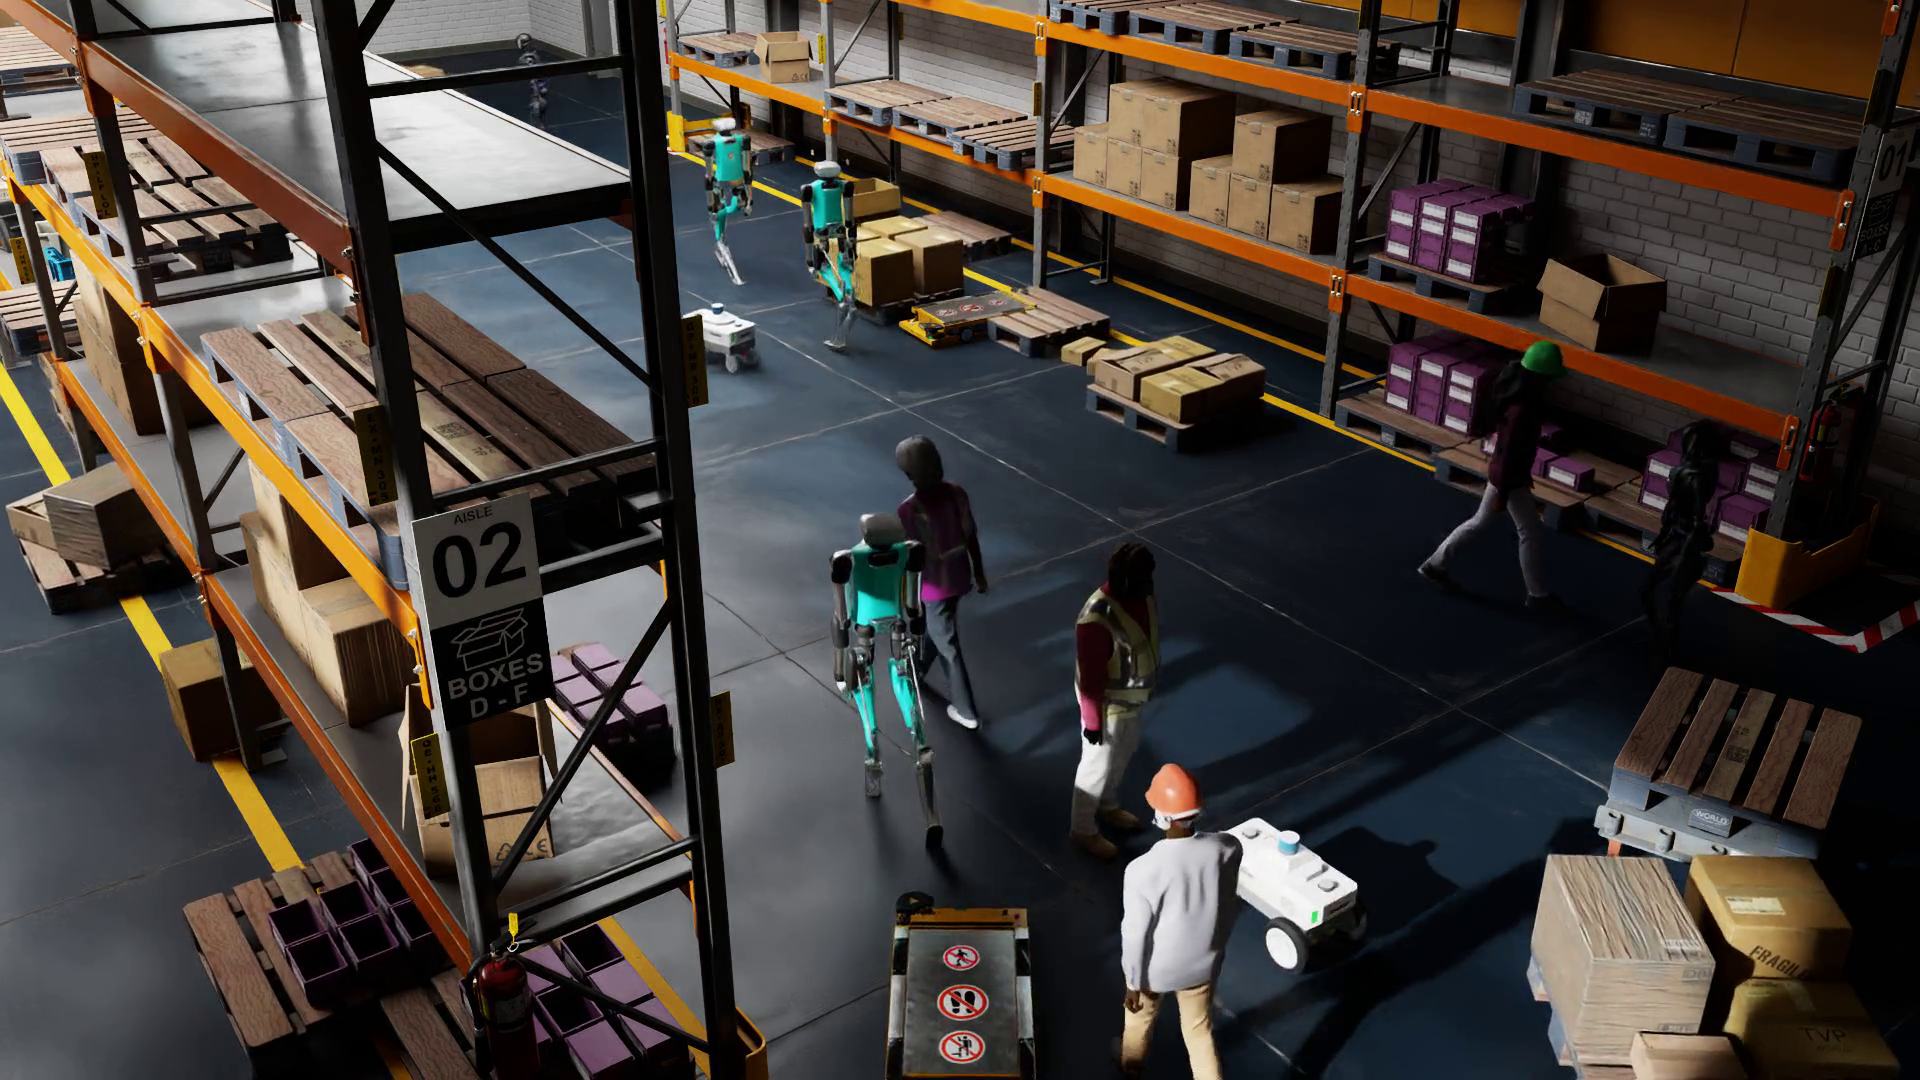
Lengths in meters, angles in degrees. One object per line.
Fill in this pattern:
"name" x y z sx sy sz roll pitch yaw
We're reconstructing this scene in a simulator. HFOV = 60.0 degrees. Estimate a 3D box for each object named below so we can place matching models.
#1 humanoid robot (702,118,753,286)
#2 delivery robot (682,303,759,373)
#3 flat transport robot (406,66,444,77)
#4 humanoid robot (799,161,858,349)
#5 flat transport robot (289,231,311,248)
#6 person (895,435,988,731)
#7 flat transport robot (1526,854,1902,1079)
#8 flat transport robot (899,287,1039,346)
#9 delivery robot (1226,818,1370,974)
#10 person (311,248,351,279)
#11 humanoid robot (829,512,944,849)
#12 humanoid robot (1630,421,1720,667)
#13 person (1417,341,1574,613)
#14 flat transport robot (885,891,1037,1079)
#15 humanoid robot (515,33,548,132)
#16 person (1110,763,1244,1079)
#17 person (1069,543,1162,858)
"humanoid robot" -2.544 -3.638 17.646 0.531 1.786 1.018 -14 30 -26
"delivery robot" -2.238 -1.904 15.439 0.769 0.580 0.499 19 33 33
"flat transport robot" -7.761 -5.901 23.725 0.659 0.231 1.431 0 27 1
"humanoid robot" -1.111 -2.550 15.472 0.537 1.820 0.787 -14 30 -25
"flat transport robot" -7.691 -3.234 18.421 1.431 0.231 0.659 16 31 29
"person" -0.180 0.205 9.884 0.569 1.789 0.946 -22 34 -37
"flat transport robot" 3.195 2.372 7.268 0.659 0.231 1.431 1 27 3
"flat transport robot" 0.181 -2.195 16.354 1.431 0.231 0.659 -15 30 -27
"delivery robot" 1.619 1.733 8.231 0.523 0.602 0.774 -18 32 -32
"person" -5.434 -2.134 14.621 0.638 1.704 0.581 6 27 12
"humanoid robot" -0.310 0.803 8.778 0.556 1.766 0.945 -11 29 -20
"humanoid robot" 4.480 0.040 10.344 0.320 1.651 0.599 4 27 8
"person" 3.649 -0.444 11.072 1.026 1.896 0.504 7 28 14
"flat transport robot" 0.006 2.162 7.687 0.659 0.231 1.431 0 27 0
"humanoid robot" -5.666 -5.948 22.267 0.399 1.641 0.609 -10 28 -19
"person" 0.923 1.739 6.918 0.566 1.711 0.779 -10 28 -19
"person" 0.818 0.821 8.640 0.434 1.823 0.625 15 30 27
